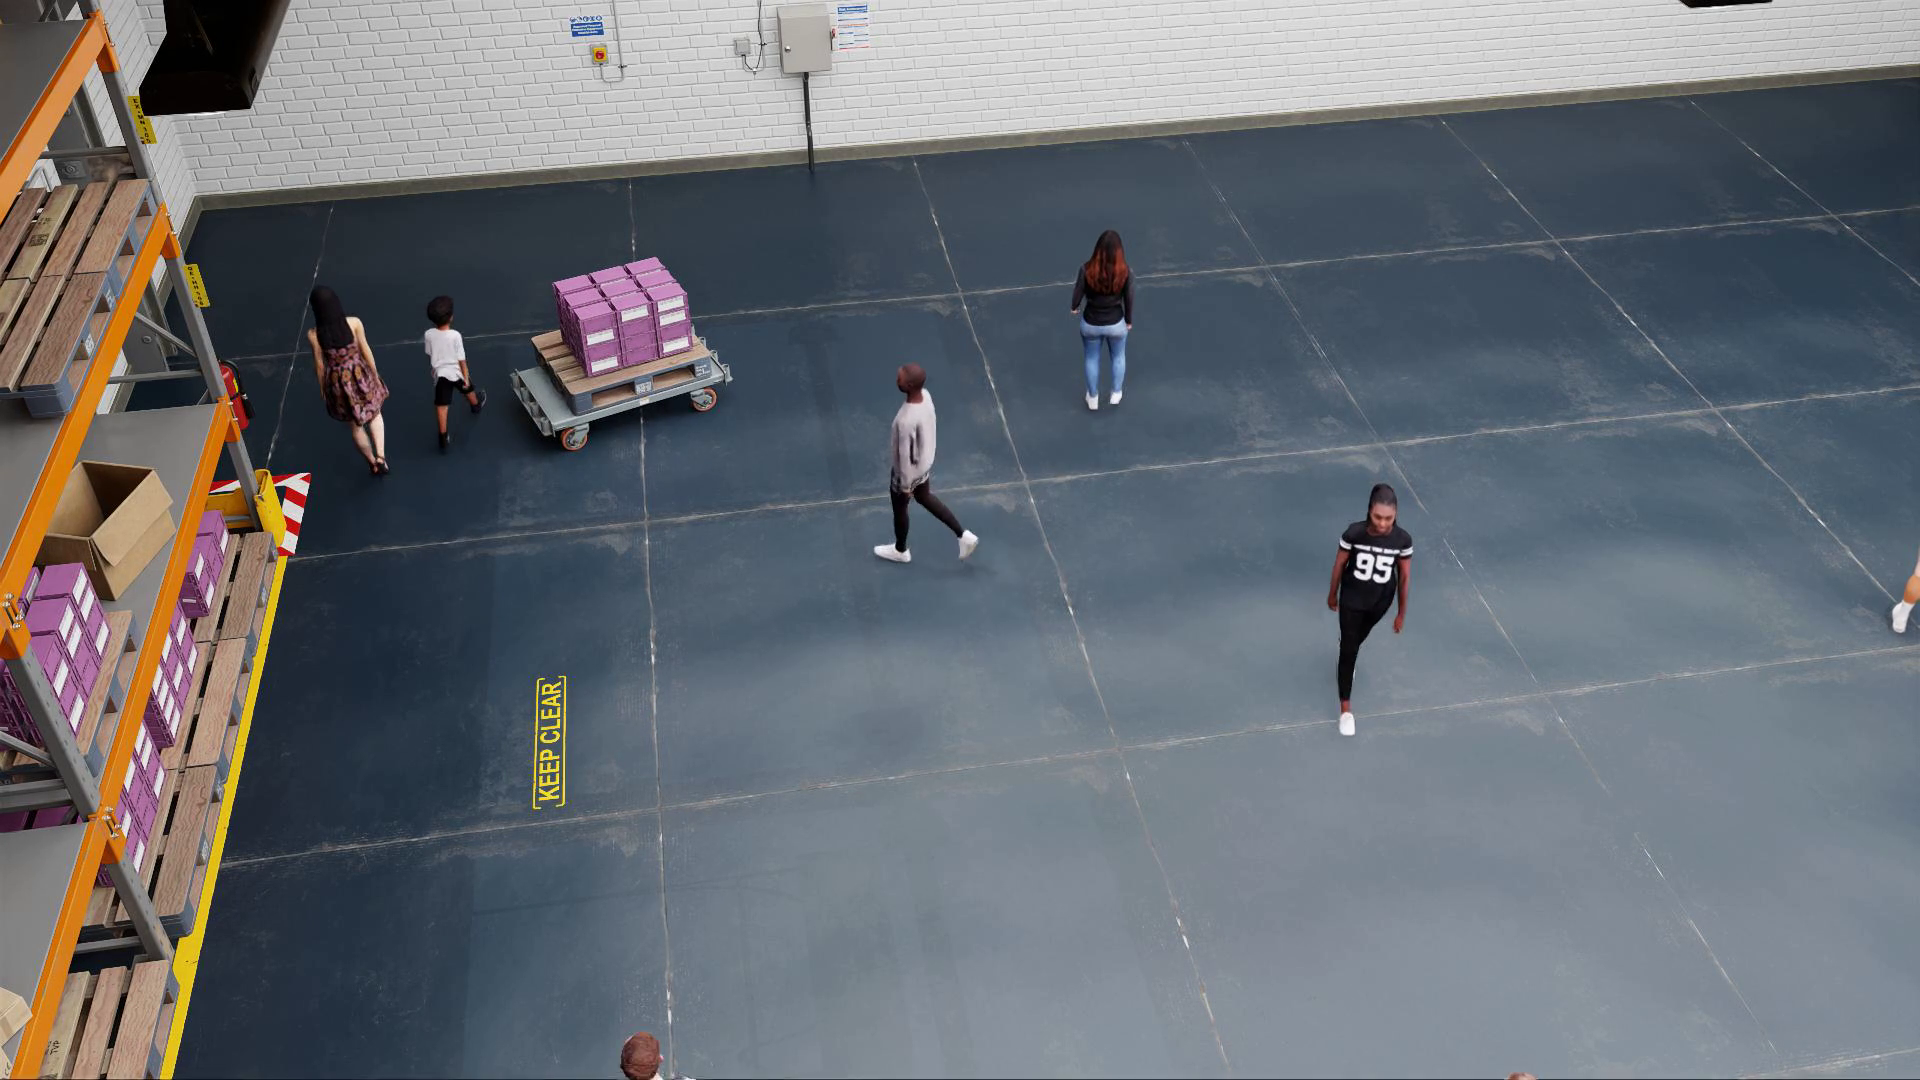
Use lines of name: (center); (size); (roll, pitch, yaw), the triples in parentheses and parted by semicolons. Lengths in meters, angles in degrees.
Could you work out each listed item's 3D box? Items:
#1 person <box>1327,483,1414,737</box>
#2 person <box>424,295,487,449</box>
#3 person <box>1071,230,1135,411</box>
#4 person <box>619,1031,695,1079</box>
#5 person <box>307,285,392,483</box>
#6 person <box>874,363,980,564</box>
person: (2.656, 0.351, 10.902); (0.856, 1.682, 1.221); (4, 39, 5)
person: (-4.120, -1.319, 13.372); (0.638, 1.209, 0.989); (0, 39, 1)
person: (1.162, -1.755, 13.582); (0.702, 1.629, 0.680); (1, 39, 2)
person: (-1.342, 2.940, 7.497); (0.776, 1.885, 1.239); (-11, 40, -13)
person: (-4.622, -1.130, 12.690); (0.745, 1.766, 0.790); (-18, 42, -21)
person: (-0.254, -0.513, 11.923); (1.015, 1.758, 1.071); (12, 40, 15)
